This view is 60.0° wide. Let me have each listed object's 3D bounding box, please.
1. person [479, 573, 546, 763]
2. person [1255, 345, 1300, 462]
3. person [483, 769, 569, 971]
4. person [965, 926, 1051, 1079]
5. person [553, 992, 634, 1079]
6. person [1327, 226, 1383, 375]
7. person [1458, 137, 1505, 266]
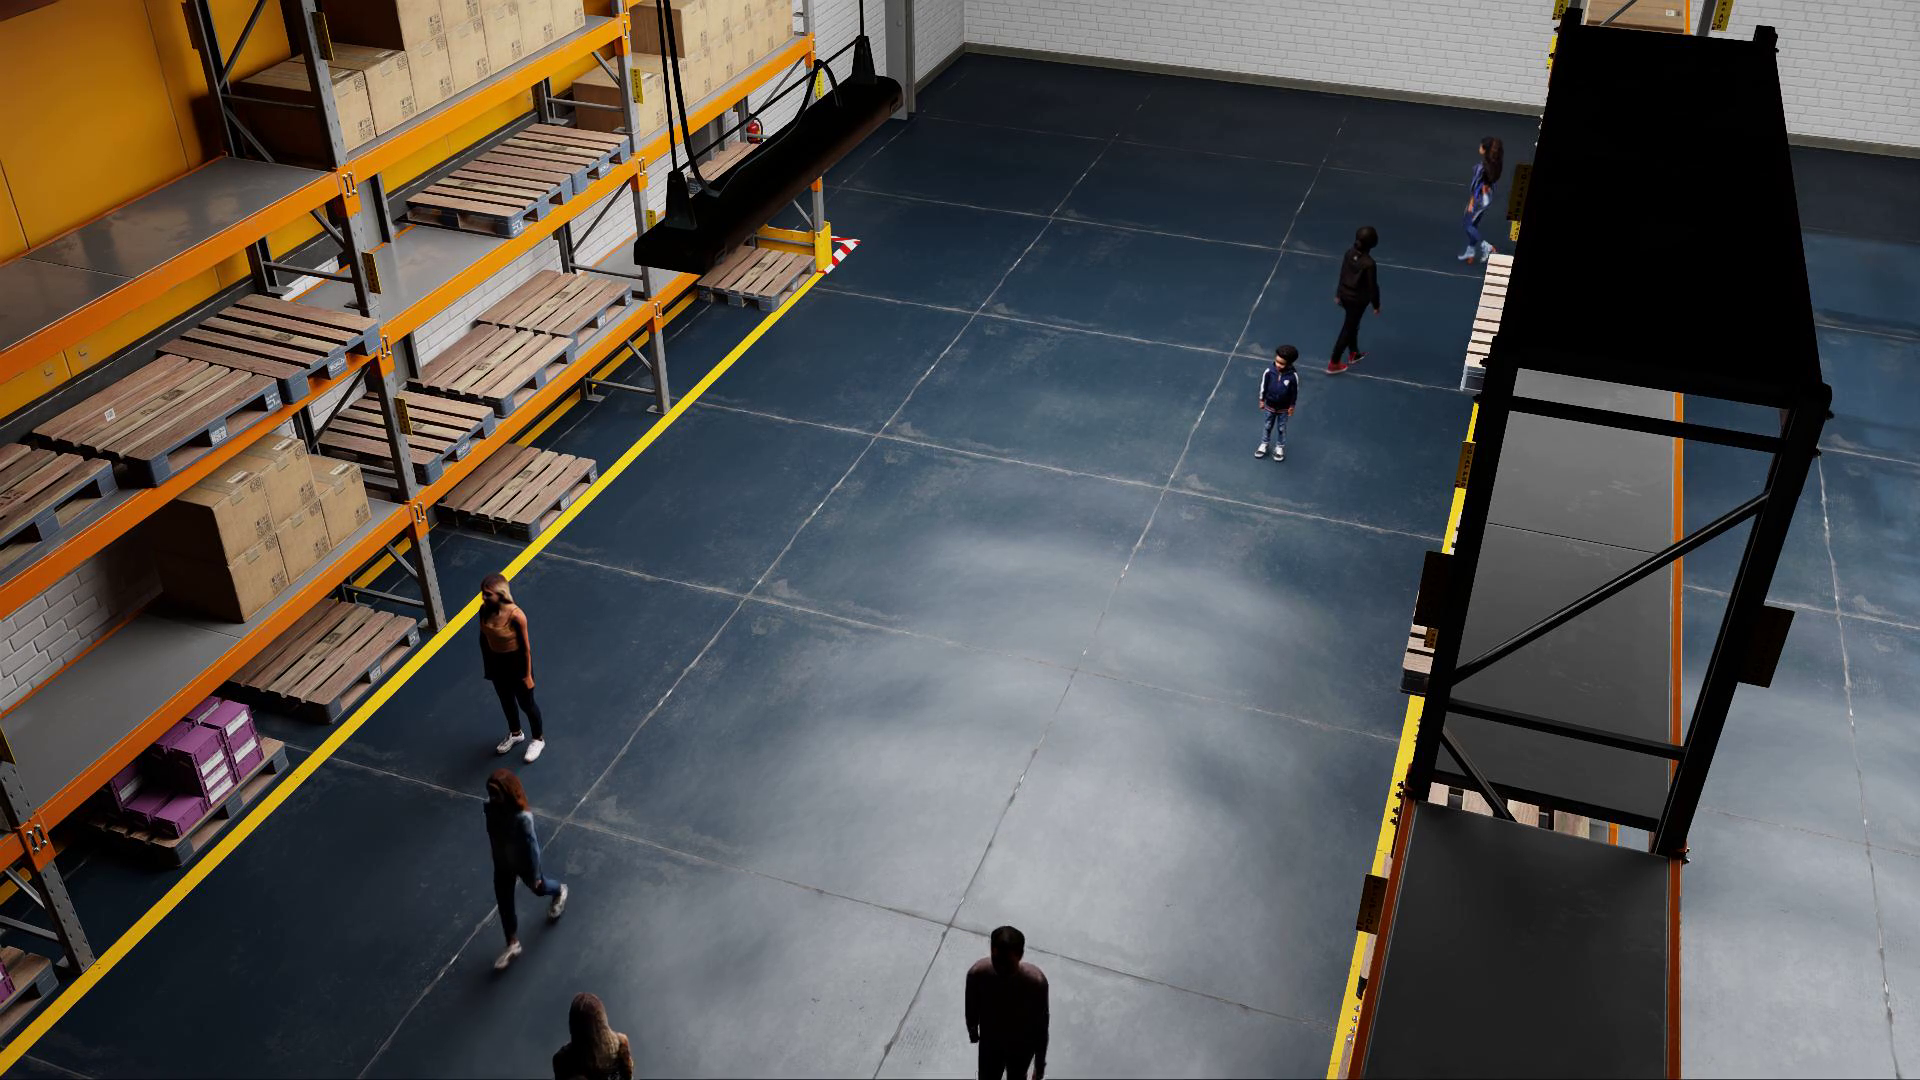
[{"bbox_3d":[-3.355,0.932,12.408,0.590,1.628,0.520,14,36,20],"label":"person"},{"bbox_3d":[3.113,-1.362,16.224,0.529,1.224,0.504,14,36,21],"label":"person"},{"bbox_3d":[-2.841,2.054,10.874,0.593,1.458,0.967,12,36,18],"label":"person"},{"bbox_3d":[0.302,2.783,9.512,0.717,1.751,0.789,7,34,10],"label":"person"},{"bbox_3d":[-1.923,3.179,8.980,0.804,1.680,0.868,-13,36,-19],"label":"person"},{"bbox_3d":[4.096,-2.505,17.553,0.958,1.656,0.887,-17,37,-24],"label":"person"},{"bbox_3d":[6.267,-4.019,19.874,0.811,1.610,0.766,25,41,33],"label":"person"}]
